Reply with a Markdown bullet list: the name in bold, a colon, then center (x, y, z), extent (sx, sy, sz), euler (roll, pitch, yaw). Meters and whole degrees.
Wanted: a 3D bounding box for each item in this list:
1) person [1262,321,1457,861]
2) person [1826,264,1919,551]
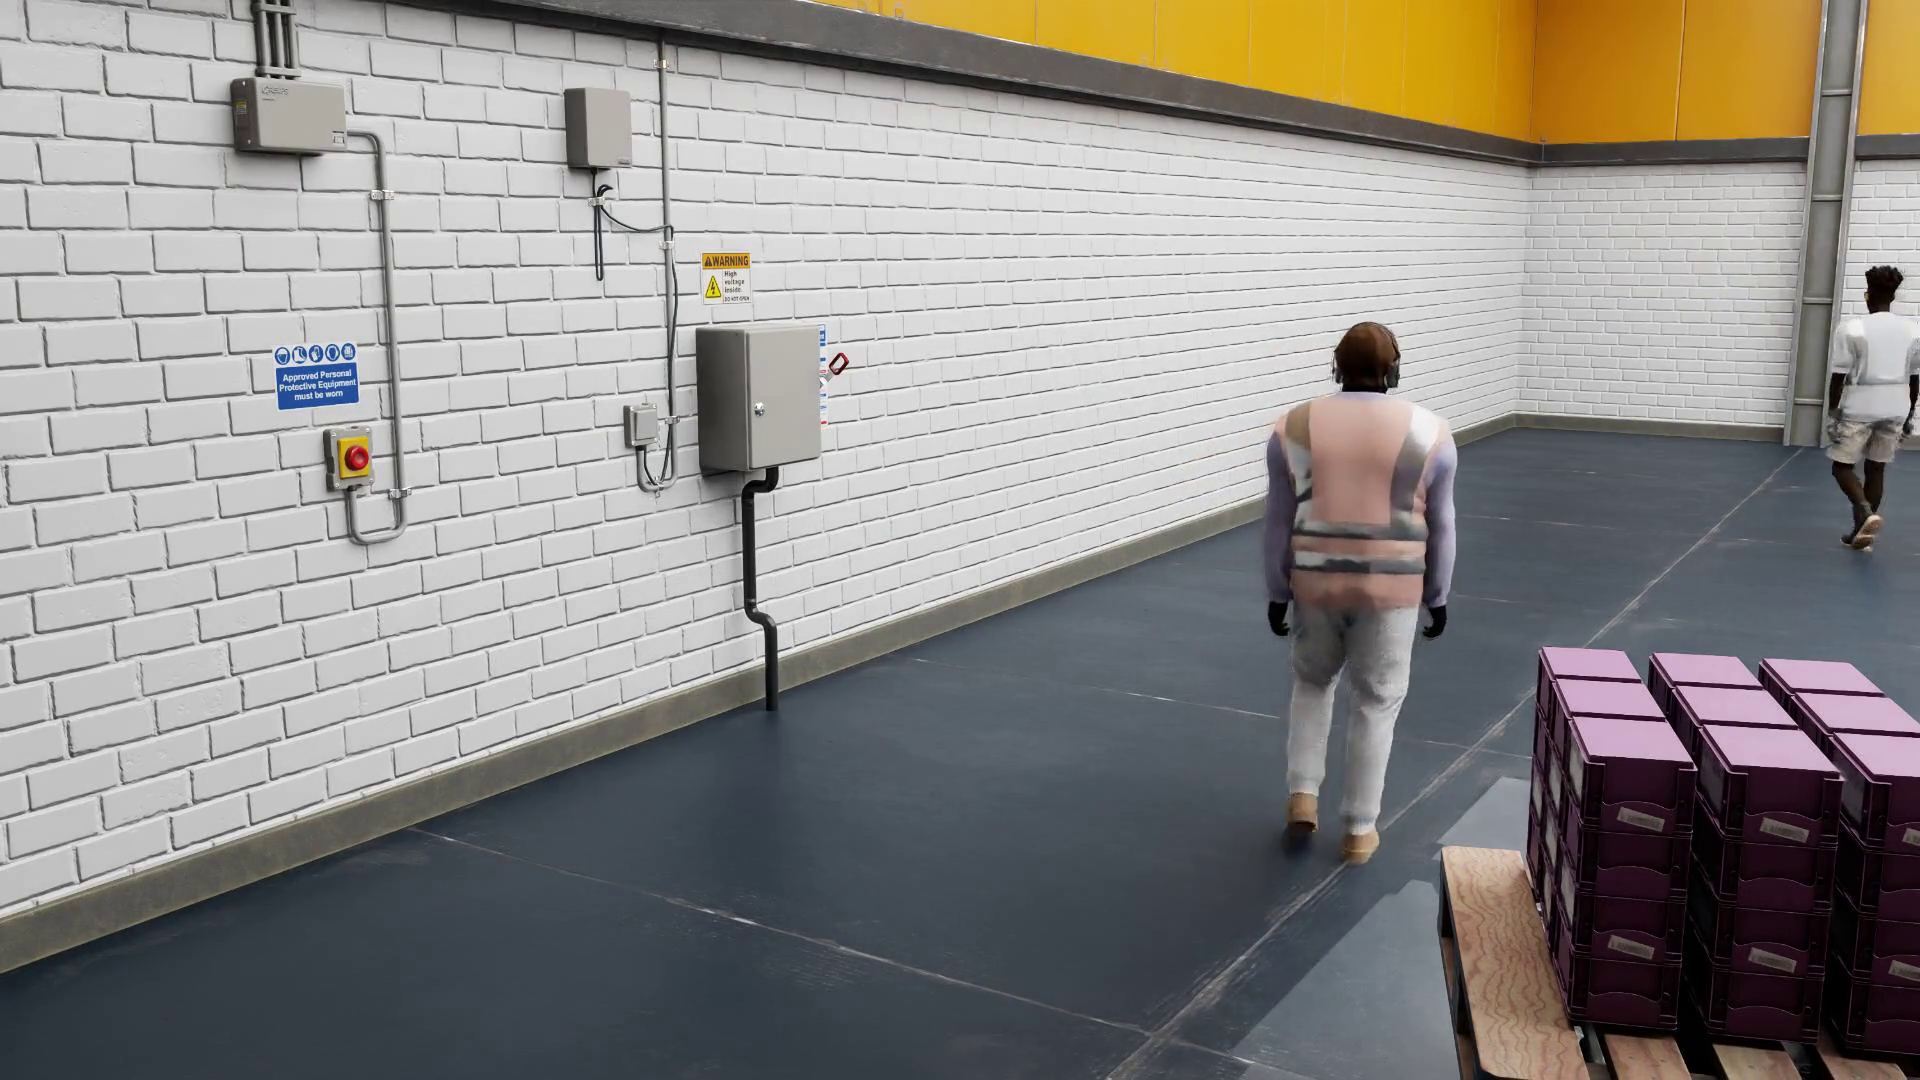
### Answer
- **person**: center (1.356, 0.179, 5.672), extent (0.624, 1.829, 0.443), euler (4, 11, 22)
- **person**: center (6.099, -0.856, 11.077), extent (0.612, 1.944, 0.627), euler (1, 10, 5)
